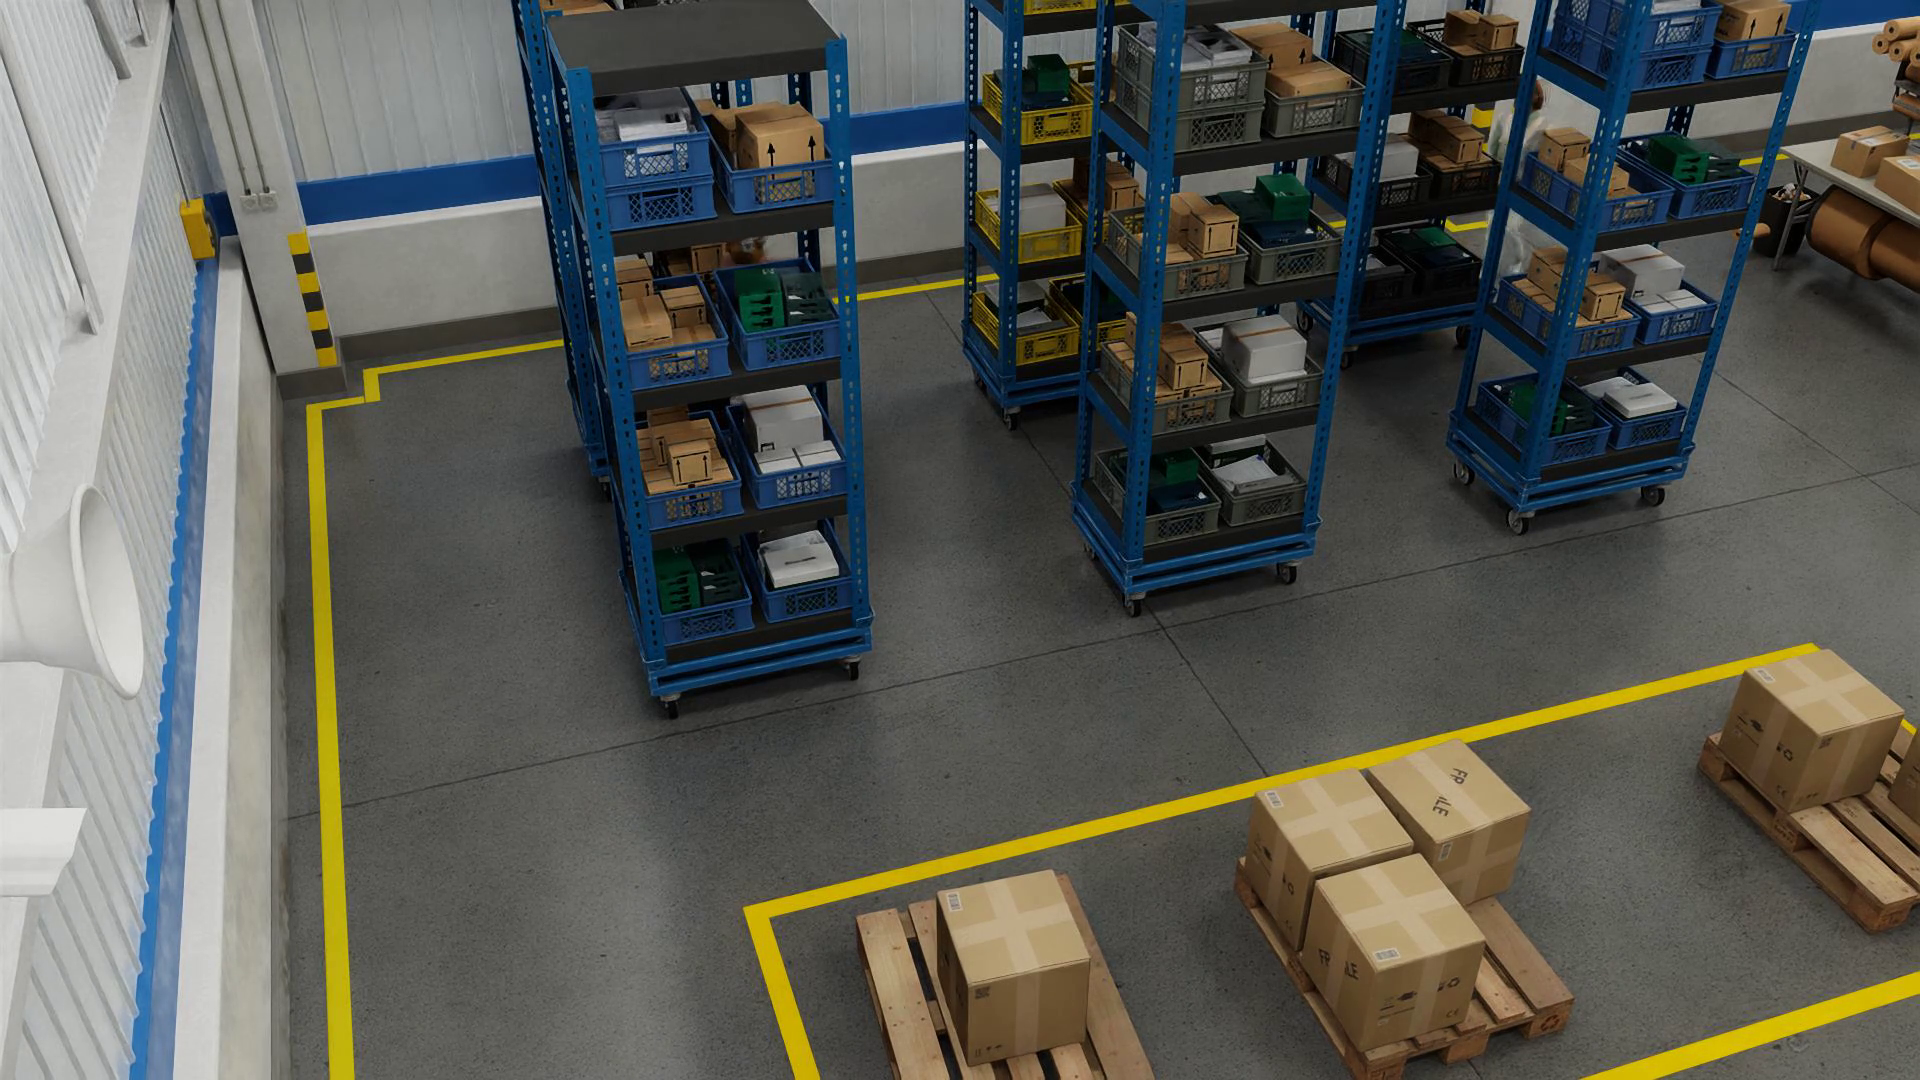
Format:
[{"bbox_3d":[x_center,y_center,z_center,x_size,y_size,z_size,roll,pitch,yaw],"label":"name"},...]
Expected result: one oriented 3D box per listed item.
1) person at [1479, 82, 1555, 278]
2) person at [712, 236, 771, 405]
[{"bbox_3d":[4.203,-2.704,12.691,0.368,1.629,0.534,-21,40,-27],"label":"person"},{"bbox_3d":[-1.231,-1.066,10.092,0.643,1.955,0.578,25,42,31],"label":"person"}]
